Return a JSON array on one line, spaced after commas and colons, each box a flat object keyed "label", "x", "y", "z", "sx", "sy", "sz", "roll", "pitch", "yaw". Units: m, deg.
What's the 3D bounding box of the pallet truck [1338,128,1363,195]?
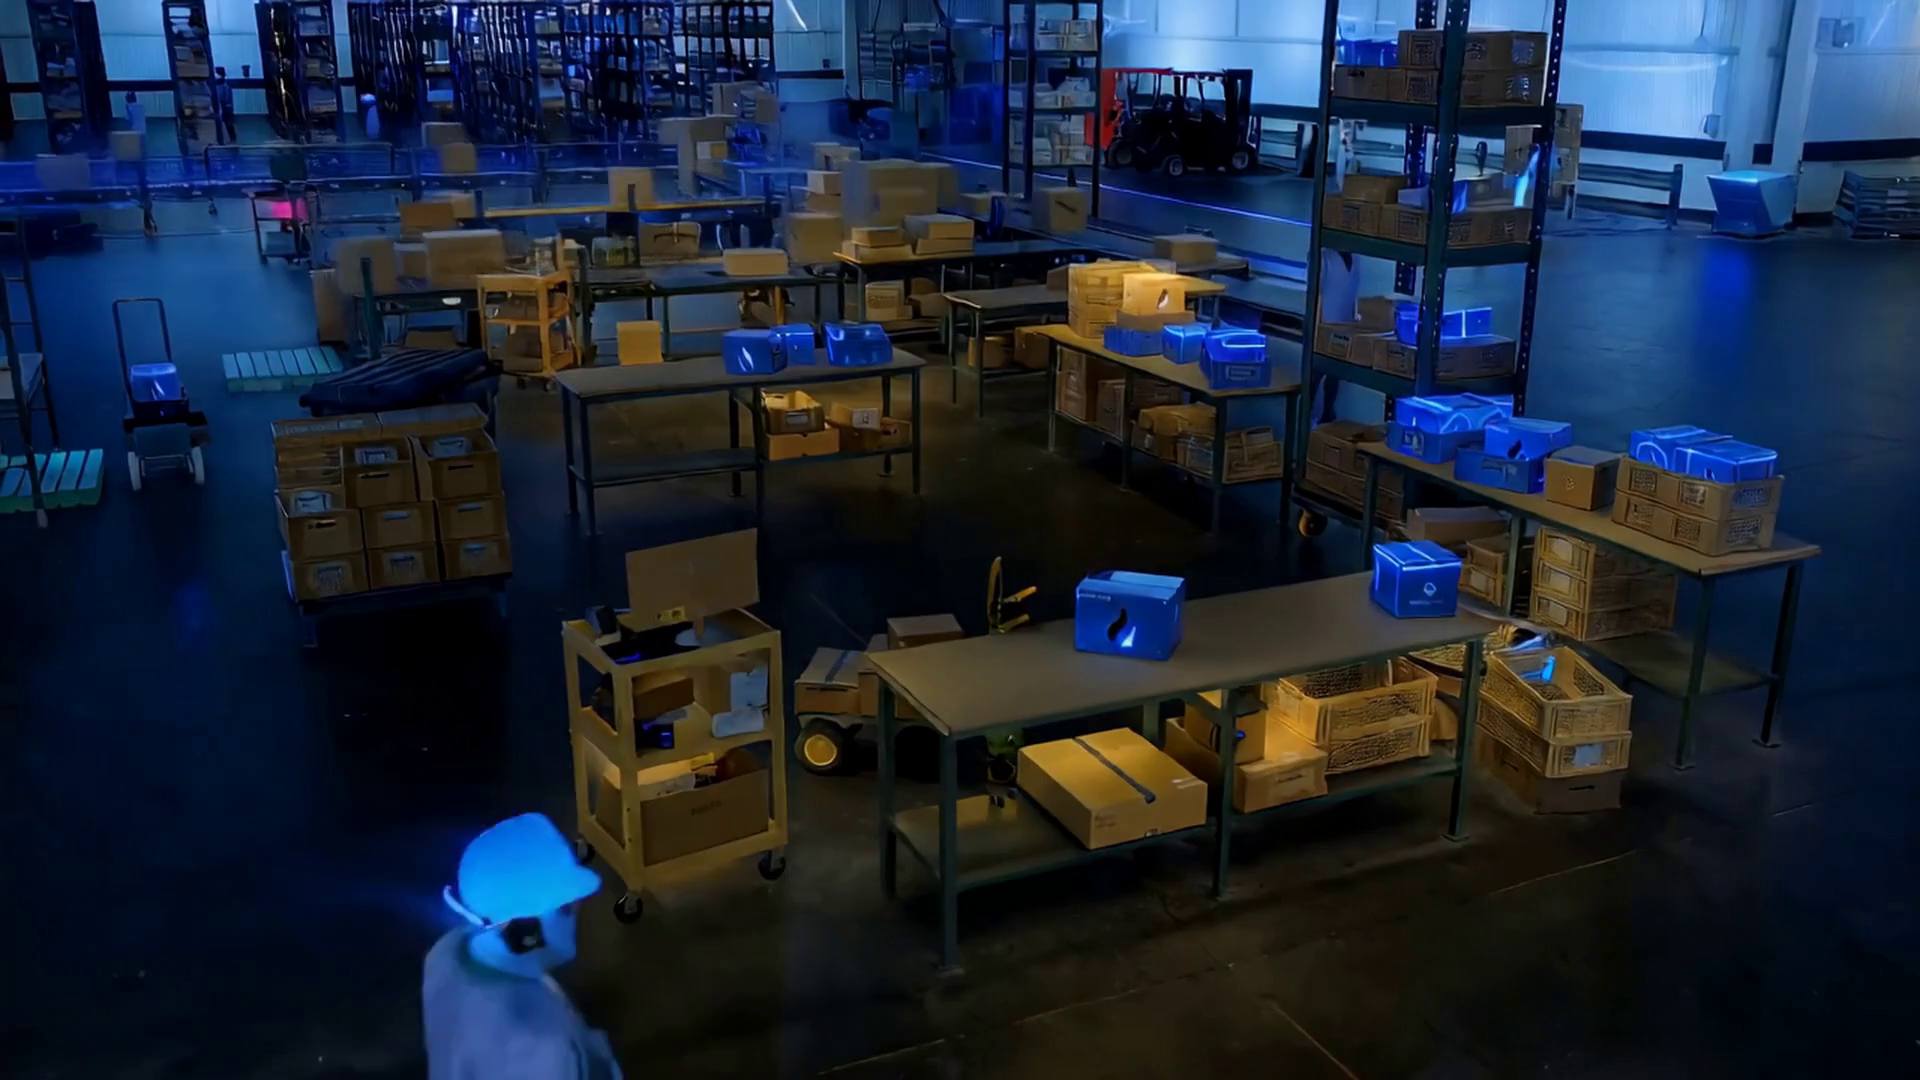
[{"label": "pallet truck", "x": 7.845, "y": -7.140, "z": 31.411, "sx": 1.522, "sy": 1.261, "sz": 0.704, "roll": -9, "pitch": 20, "yaw": -25}]

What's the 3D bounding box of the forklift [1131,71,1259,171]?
[{"label": "forklift", "x": 4.998, "y": -8.936, "z": 35.413, "sx": 2.680, "sy": 1.987, "sz": 1.157, "roll": -9, "pitch": 20, "yaw": -25}]

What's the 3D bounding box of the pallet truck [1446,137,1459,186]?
[{"label": "pallet truck", "x": 9.184, "y": -6.485, "z": 29.328, "sx": 1.630, "sy": 1.274, "sz": 0.653, "roll": -8, "pitch": 19, "yaw": -23}]

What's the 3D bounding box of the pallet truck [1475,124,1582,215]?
[{"label": "pallet truck", "x": 9.707, "y": -6.455, "z": 28.103, "sx": 1.885, "sy": 1.965, "sz": 0.823, "roll": -7, "pitch": 19, "yaw": -20}]

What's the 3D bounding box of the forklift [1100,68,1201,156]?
[{"label": "forklift", "x": 4.082, "y": -9.564, "z": 37.410, "sx": 2.680, "sy": 1.987, "sz": 1.157, "roll": -8, "pitch": 19, "yaw": -23}]

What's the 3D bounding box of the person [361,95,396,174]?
[{"label": "person", "x": -12.109, "y": -8.286, "z": 34.315, "sx": 0.902, "sy": 1.712, "sz": 0.542, "roll": -4, "pitch": 18, "yaw": -12}]

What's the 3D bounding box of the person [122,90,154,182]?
[{"label": "person", "x": -16.876, "y": -8.293, "z": 34.136, "sx": 0.378, "sy": 1.844, "sz": 0.569, "roll": 7, "pitch": 19, "yaw": 21}]

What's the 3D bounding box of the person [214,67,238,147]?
[{"label": "person", "x": -18.717, "y": -10.988, "z": 42.323, "sx": 0.392, "sy": 2.034, "sz": 0.605, "roll": -1, "pitch": 18, "yaw": -3}]

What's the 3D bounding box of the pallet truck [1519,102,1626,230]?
[{"label": "pallet truck", "x": 9.972, "y": -6.037, "z": 26.785, "sx": 1.885, "sy": 1.965, "sz": 0.823, "roll": -9, "pitch": 20, "yaw": -25}]

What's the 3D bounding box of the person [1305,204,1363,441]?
[{"label": "person", "x": 3.029, "y": -1.744, "z": 13.361, "sx": 0.550, "sy": 1.933, "sz": 0.374, "roll": -13, "pitch": 22, "yaw": -35}]

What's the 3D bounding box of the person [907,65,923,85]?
[{"label": "person", "x": -1.243, "y": -12.198, "z": 46.309, "sx": 0.405, "sy": 1.974, "sz": 0.669, "roll": -15, "pitch": 23, "yaw": -38}]

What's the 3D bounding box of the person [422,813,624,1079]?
[{"label": "person", "x": -0.953, "y": 1.432, "z": 3.600, "sx": 0.920, "sy": 1.793, "sz": 0.606, "roll": -11, "pitch": 20, "yaw": -30}]

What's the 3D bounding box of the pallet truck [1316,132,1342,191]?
[{"label": "pallet truck", "x": 7.723, "y": -7.504, "z": 32.656, "sx": 1.601, "sy": 1.201, "sz": 0.680, "roll": -8, "pitch": 19, "yaw": -23}]
